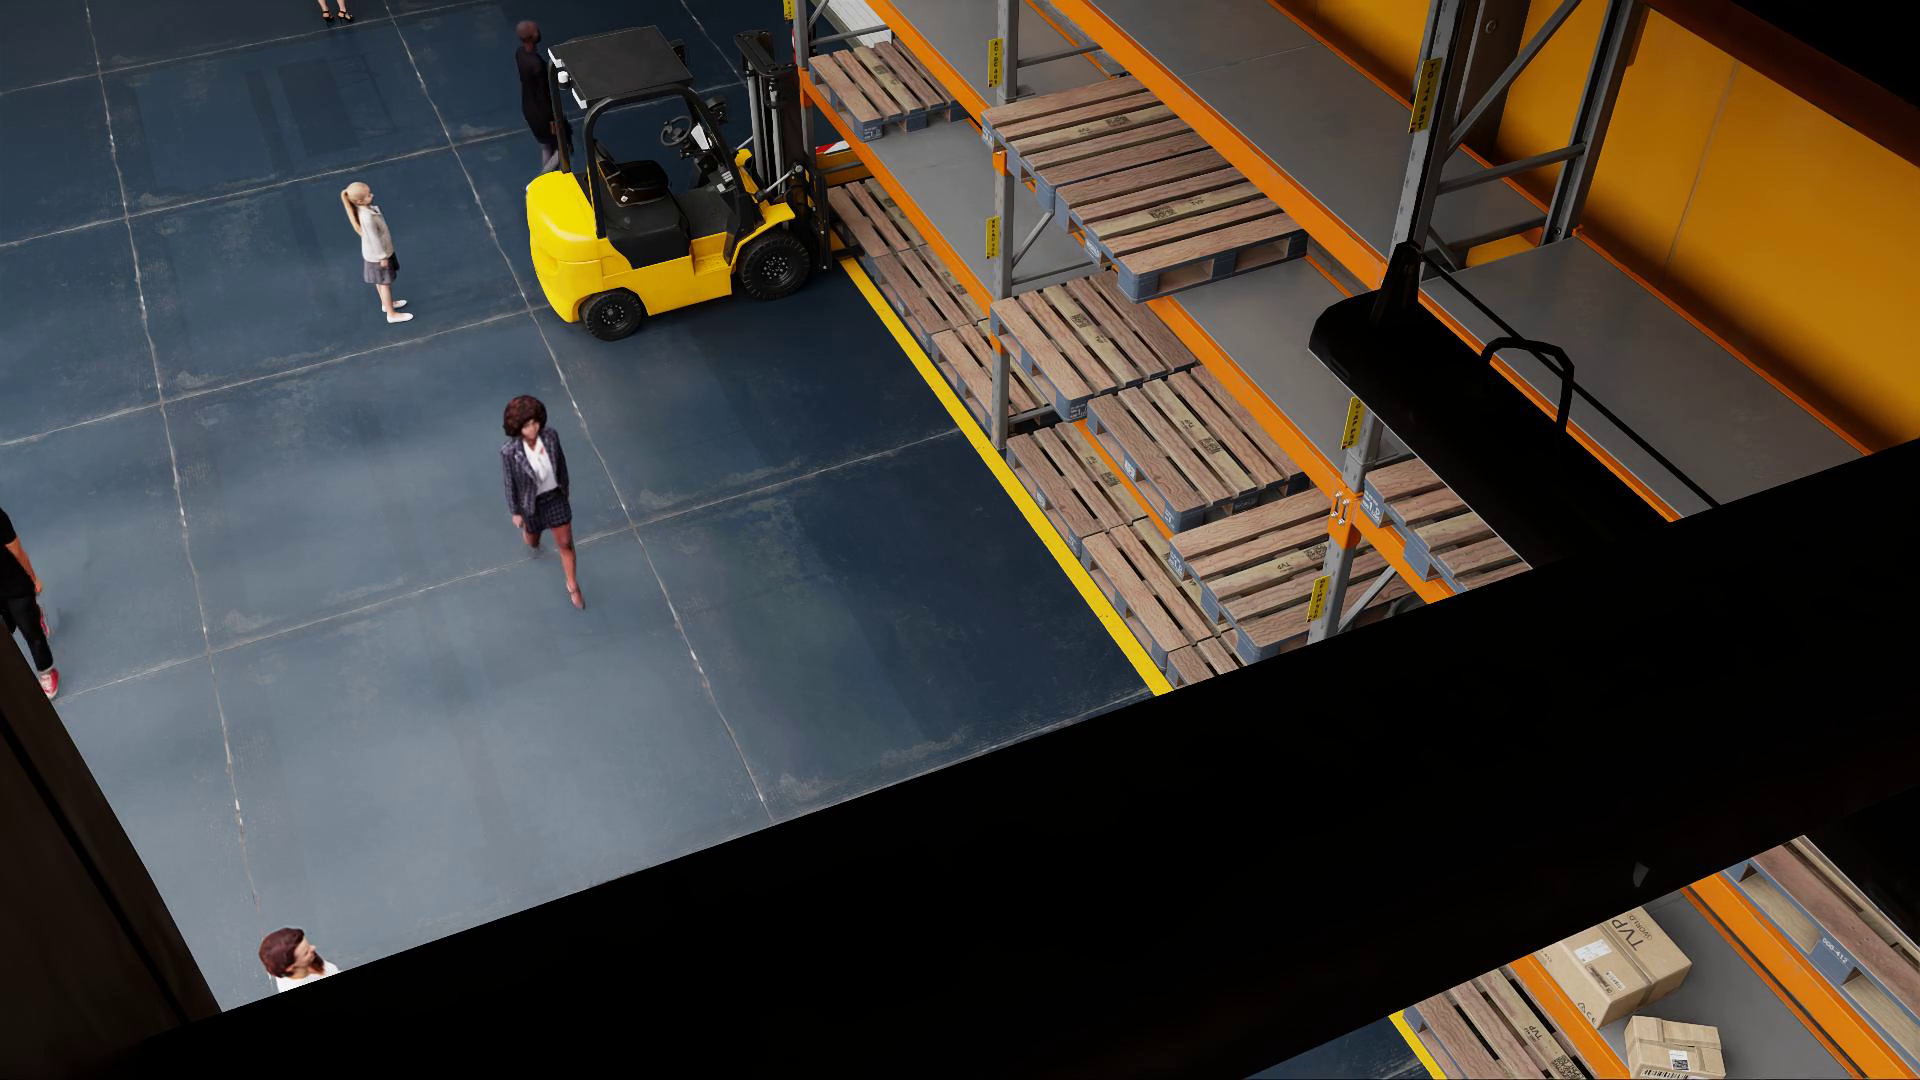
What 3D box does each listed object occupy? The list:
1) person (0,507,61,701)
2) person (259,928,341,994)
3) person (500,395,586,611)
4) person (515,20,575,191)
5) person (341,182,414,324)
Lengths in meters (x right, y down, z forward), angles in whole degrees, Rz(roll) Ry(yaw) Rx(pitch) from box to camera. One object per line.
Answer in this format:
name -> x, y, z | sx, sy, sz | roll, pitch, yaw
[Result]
person -> -6.161, 0.223, 10.691 | 0.766, 1.741, 1.019 | -9, 44, -9
person -> -3.131, 2.495, 8.266 | 0.688, 1.795, 0.488 | -23, 48, -22
person -> -2.874, -0.293, 11.281 | 0.687, 1.674, 1.026 | -24, 48, -23
person -> -3.809, -3.786, 14.891 | 0.795, 1.752, 0.750 | -25, 49, -24
person -> -4.837, -2.401, 13.782 | 0.555, 1.275, 0.443 | -17, 46, -17
